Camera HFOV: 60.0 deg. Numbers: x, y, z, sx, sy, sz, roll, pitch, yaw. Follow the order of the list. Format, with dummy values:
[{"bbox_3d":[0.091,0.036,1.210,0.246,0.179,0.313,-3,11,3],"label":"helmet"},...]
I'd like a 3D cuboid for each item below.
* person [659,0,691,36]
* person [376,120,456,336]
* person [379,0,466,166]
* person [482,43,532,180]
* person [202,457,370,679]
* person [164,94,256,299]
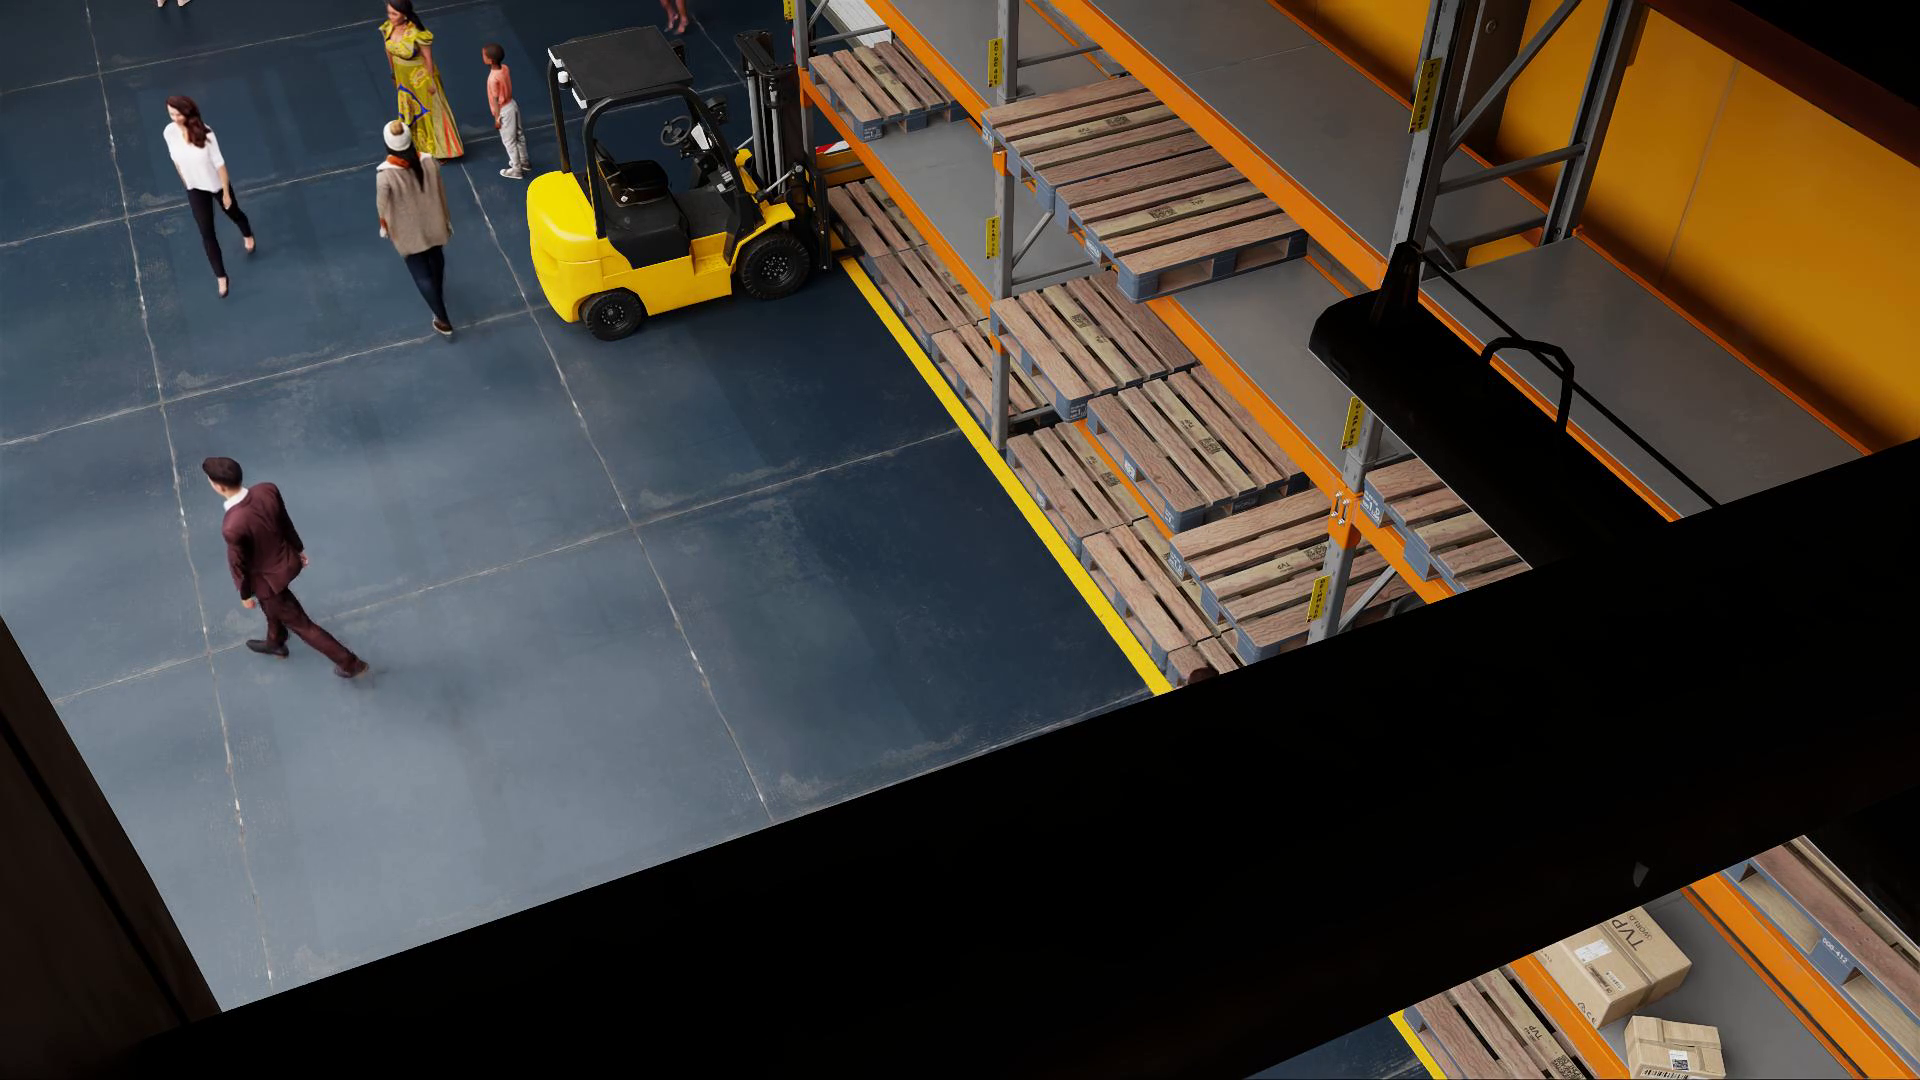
[{"bbox_3d":[-3.029,-6.019,17.301,0.777,1.661,0.673,-19,47,-19],"label":"person"},{"bbox_3d":[-4.389,-2.523,13.488,0.897,1.858,1.203,-30,51,-27],"label":"person"},{"bbox_3d":[-5.072,-4.308,15.506,0.999,1.660,1.059,14,45,15],"label":"person"},{"bbox_3d":[-4.204,-3.985,15.420,0.616,1.310,0.543,8,44,8],"label":"person"},{"bbox_3d":[-4.309,0.234,10.611,1.226,1.836,1.246,9,44,9],"label":"person"},{"bbox_3d":[-6.312,-3.014,14.087,0.869,1.742,1.200,-3,44,-3],"label":"person"}]
